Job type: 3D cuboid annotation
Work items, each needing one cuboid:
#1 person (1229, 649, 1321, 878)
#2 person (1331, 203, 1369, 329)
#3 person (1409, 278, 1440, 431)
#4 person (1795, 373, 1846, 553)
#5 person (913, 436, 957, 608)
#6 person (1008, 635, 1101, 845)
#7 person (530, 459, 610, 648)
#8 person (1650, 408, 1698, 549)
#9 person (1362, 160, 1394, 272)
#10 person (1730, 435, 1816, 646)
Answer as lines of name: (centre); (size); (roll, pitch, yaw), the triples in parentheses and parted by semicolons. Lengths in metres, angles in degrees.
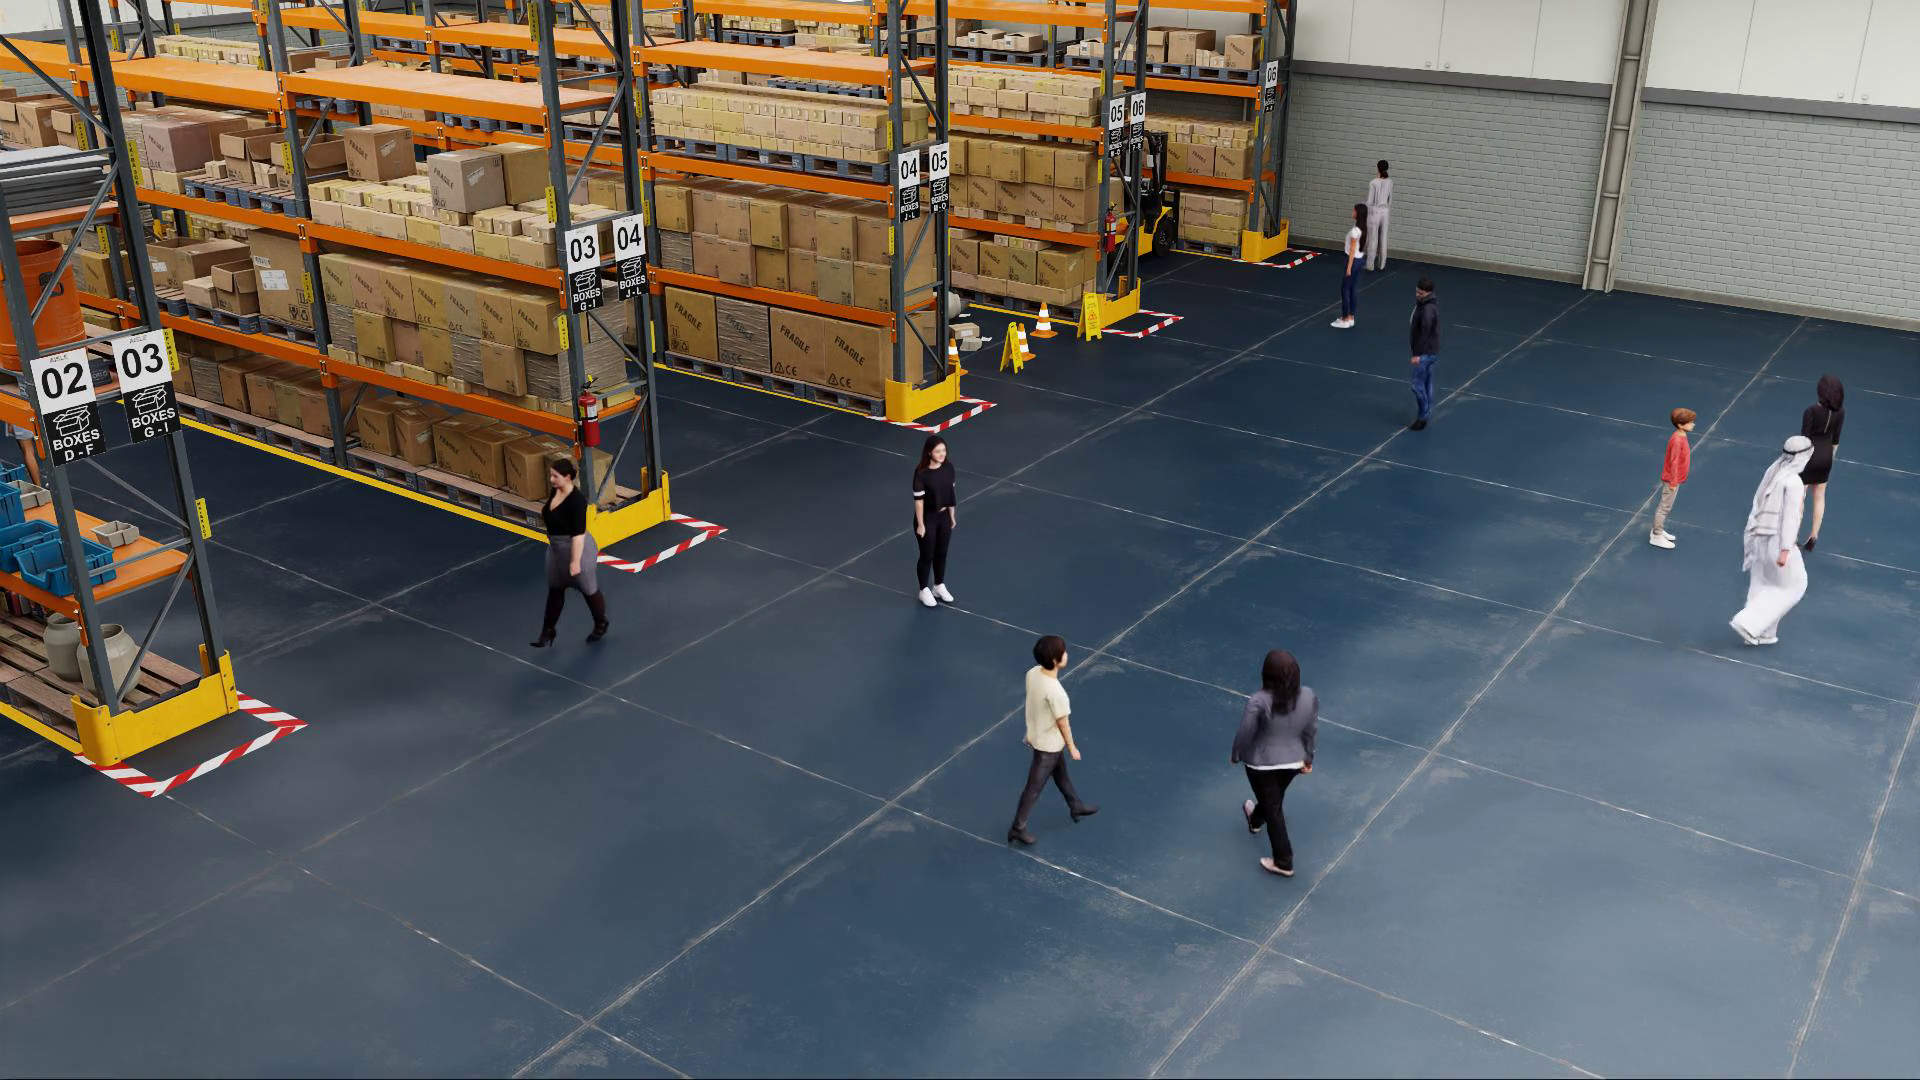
person: (2.164, 1.527, 11.192); (1.022, 1.559, 1.156); (-10, 25, -22)
person: (5.657, -3.912, 23.711); (0.601, 1.772, 0.621); (12, 26, 26)
person: (5.535, -2.248, 19.700); (0.738, 1.849, 0.915); (13, 26, 28)
person: (8.310, -0.734, 16.199); (0.656, 1.803, 0.715); (-4, 23, -9)
person: (-0.232, -0.193, 15.139); (0.671, 1.637, 0.678); (-17, 28, -35)
person: (0.523, 1.418, 11.455); (0.988, 1.555, 0.998); (-7, 24, -17)
person: (-3.257, 0.111, 14.309); (0.853, 1.727, 0.933); (-19, 30, -38)
person: (7.048, -0.634, 16.457); (0.510, 1.416, 0.552); (10, 25, 23)
person: (6.760, -5.241, 26.836); (0.673, 1.773, 0.721); (-5, 24, -12)
person: (6.903, 0.023, 14.281); (0.957, 1.910, 0.888); (0, 23, -1)
